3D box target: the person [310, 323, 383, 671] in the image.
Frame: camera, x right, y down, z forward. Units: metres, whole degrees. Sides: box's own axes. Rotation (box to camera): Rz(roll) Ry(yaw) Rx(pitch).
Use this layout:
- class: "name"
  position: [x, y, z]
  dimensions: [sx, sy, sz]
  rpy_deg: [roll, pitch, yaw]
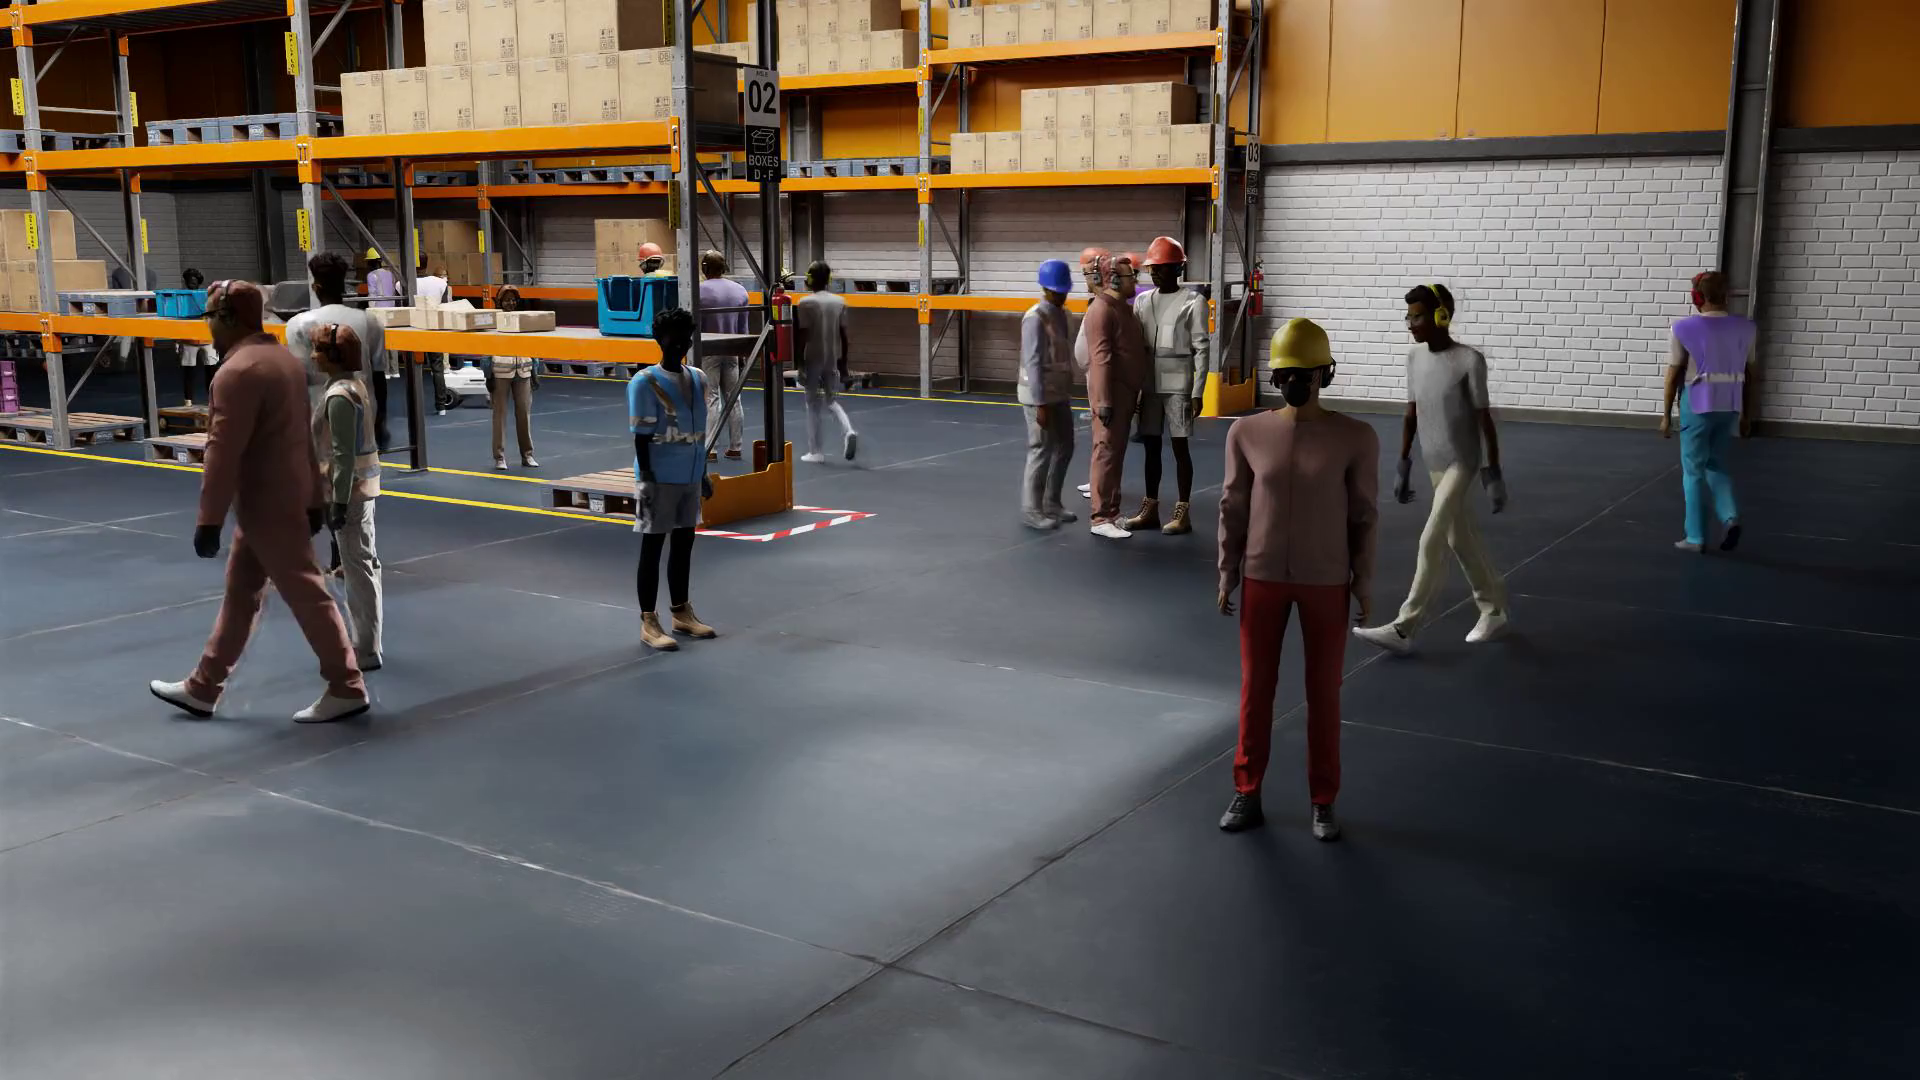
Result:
- class: "person"
  position: [-2.881, -0.197, 7.832]
  dimensions: [0.309, 1.641, 0.511]
  rpy_deg: [-3, 11, -15]

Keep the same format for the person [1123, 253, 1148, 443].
- class: "person"
  position: [1.686, -1.939, 16.814]
  dimensions: [0.561, 1.891, 0.987]
  rpy_deg: [-6, 12, -32]

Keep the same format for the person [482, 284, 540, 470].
- class: "person"
  position: [-3.981, -1.441, 14.748]
  dimensions: [0.519, 1.634, 0.311]
  rpy_deg: [-8, 13, -39]

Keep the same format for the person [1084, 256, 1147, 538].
- class: "person"
  position: [1.079, -0.980, 11.420]
  dimensions: [0.408, 1.913, 0.641]
  rpy_deg: [3, 11, 18]

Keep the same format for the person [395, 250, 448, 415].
- class: "person"
  position: [-6.192, -2.383, 19.219]
  dimensions: [0.581, 1.911, 0.392]
  rpy_deg: [-4, 11, -20]

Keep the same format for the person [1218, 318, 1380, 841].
- class: "person"
  position: [1.131, 0.139, 5.621]
  dimensions: [0.535, 1.767, 0.315]
  rpy_deg: [3, 11, 18]

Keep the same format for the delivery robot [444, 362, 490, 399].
- class: "delivery robot"
  position: [-5.921, -1.907, 20.054]
  dimensions: [0.707, 0.478, 0.477]
  rpy_deg: [-2, 10, -8]

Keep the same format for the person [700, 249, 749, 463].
- class: "person"
  position: [-2.218, -1.672, 15.177]
  dimensions: [0.630, 1.940, 0.372]
  rpy_deg: [-8, 13, -37]

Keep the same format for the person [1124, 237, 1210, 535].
- class: "person"
  position: [1.407, -1.055, 11.467]
  dimensions: [0.615, 2.041, 0.384]
  rpy_deg: [9, 13, 40]

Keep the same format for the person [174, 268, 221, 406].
- class: "person"
  position: [-8.817, -2.285, 19.237]
  dimensions: [0.540, 1.698, 0.317]
  rpy_deg: [-5, 11, -27]

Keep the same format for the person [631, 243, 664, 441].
- class: "person"
  position: [-3.069, -1.967, 16.657]
  dimensions: [0.388, 1.992, 0.625]
  rpy_deg: [10, 14, 43]

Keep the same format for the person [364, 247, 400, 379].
- class: "person"
  position: [-8.453, -3.297, 24.249]
  dimensions: [0.401, 1.919, 0.588]
  rpy_deg: [2, 11, 13]

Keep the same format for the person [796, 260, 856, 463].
- class: "person"
  position: [-1.226, -1.592, 14.995]
  dimensions: [0.514, 1.855, 0.635]
  rpy_deg: [-7, 13, -35]

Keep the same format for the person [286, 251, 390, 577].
- class: "person"
  position: [-3.769, -0.760, 10.081]
  dimensions: [0.648, 1.965, 0.483]
  rpy_deg: [-9, 14, -42]

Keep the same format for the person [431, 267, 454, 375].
- class: "person"
  position: [-7.785, -3.284, 24.988]
  dimensions: [0.285, 1.626, 0.495]
  rpy_deg: [5, 11, 24]

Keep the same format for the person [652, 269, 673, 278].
- class: "person"
  position: [-2.747, -1.709, 15.933]
  dimensions: [0.449, 1.747, 0.533]
  rpy_deg: [-4, 11, -20]

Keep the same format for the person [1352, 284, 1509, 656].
- class: "person"
  position: [2.405, -0.336, 8.157]
  dimensions: [1.005, 1.814, 0.566]
  rpy_deg: [-4, 11, -22]

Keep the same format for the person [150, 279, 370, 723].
- class: "person"
  position: [-2.977, -0.143, 6.931]
  dimensions: [0.979, 1.842, 0.777]
  rpy_deg: [-1, 10, -7]

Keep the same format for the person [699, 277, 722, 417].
- class: "person"
  position: [-2.881, -2.113, 18.495]
  dimensions: [0.507, 1.622, 0.290]
  rpy_deg: [2, 10, 9]

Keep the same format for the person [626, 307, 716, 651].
- class: "person"
  position: [-1.434, -0.313, 8.308]
  dimensions: [0.321, 1.699, 0.535]
  rpy_deg: [6, 12, 32]

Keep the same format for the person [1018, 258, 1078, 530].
- class: "person"
  position: [0.624, -0.997, 11.545]
  dimensions: [0.492, 1.898, 0.653]
  rpy_deg: [5, 12, 28]

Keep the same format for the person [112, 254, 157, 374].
- class: "person"
  position: [-12.381, -3.415, 24.929]
  dimensions: [0.657, 1.909, 0.685]
  rpy_deg: [-1, 10, -6]

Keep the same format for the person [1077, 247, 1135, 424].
- class: "person"
  position: [1.596, -2.240, 18.330]
  dimensions: [0.778, 1.930, 0.638]
  rpy_deg: [4, 11, 20]

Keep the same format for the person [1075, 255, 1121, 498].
- class: "person"
  position: [1.101, -1.281, 13.109]
  dimensions: [0.401, 1.904, 0.650]
  rpy_deg: [0, 10, -1]

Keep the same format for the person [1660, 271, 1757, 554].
- class: "person"
  position: [4.808, -0.807, 10.701]
  dimensions: [0.569, 1.824, 0.429]
  rpy_deg: [-1, 10, -8]

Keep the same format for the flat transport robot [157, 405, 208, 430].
- class: "flat transport robot"
  position: [-8.007, -1.295, 17.711]
  dimensions: [1.431, 0.197, 0.652]
  rpy_deg: [6, 12, 30]
